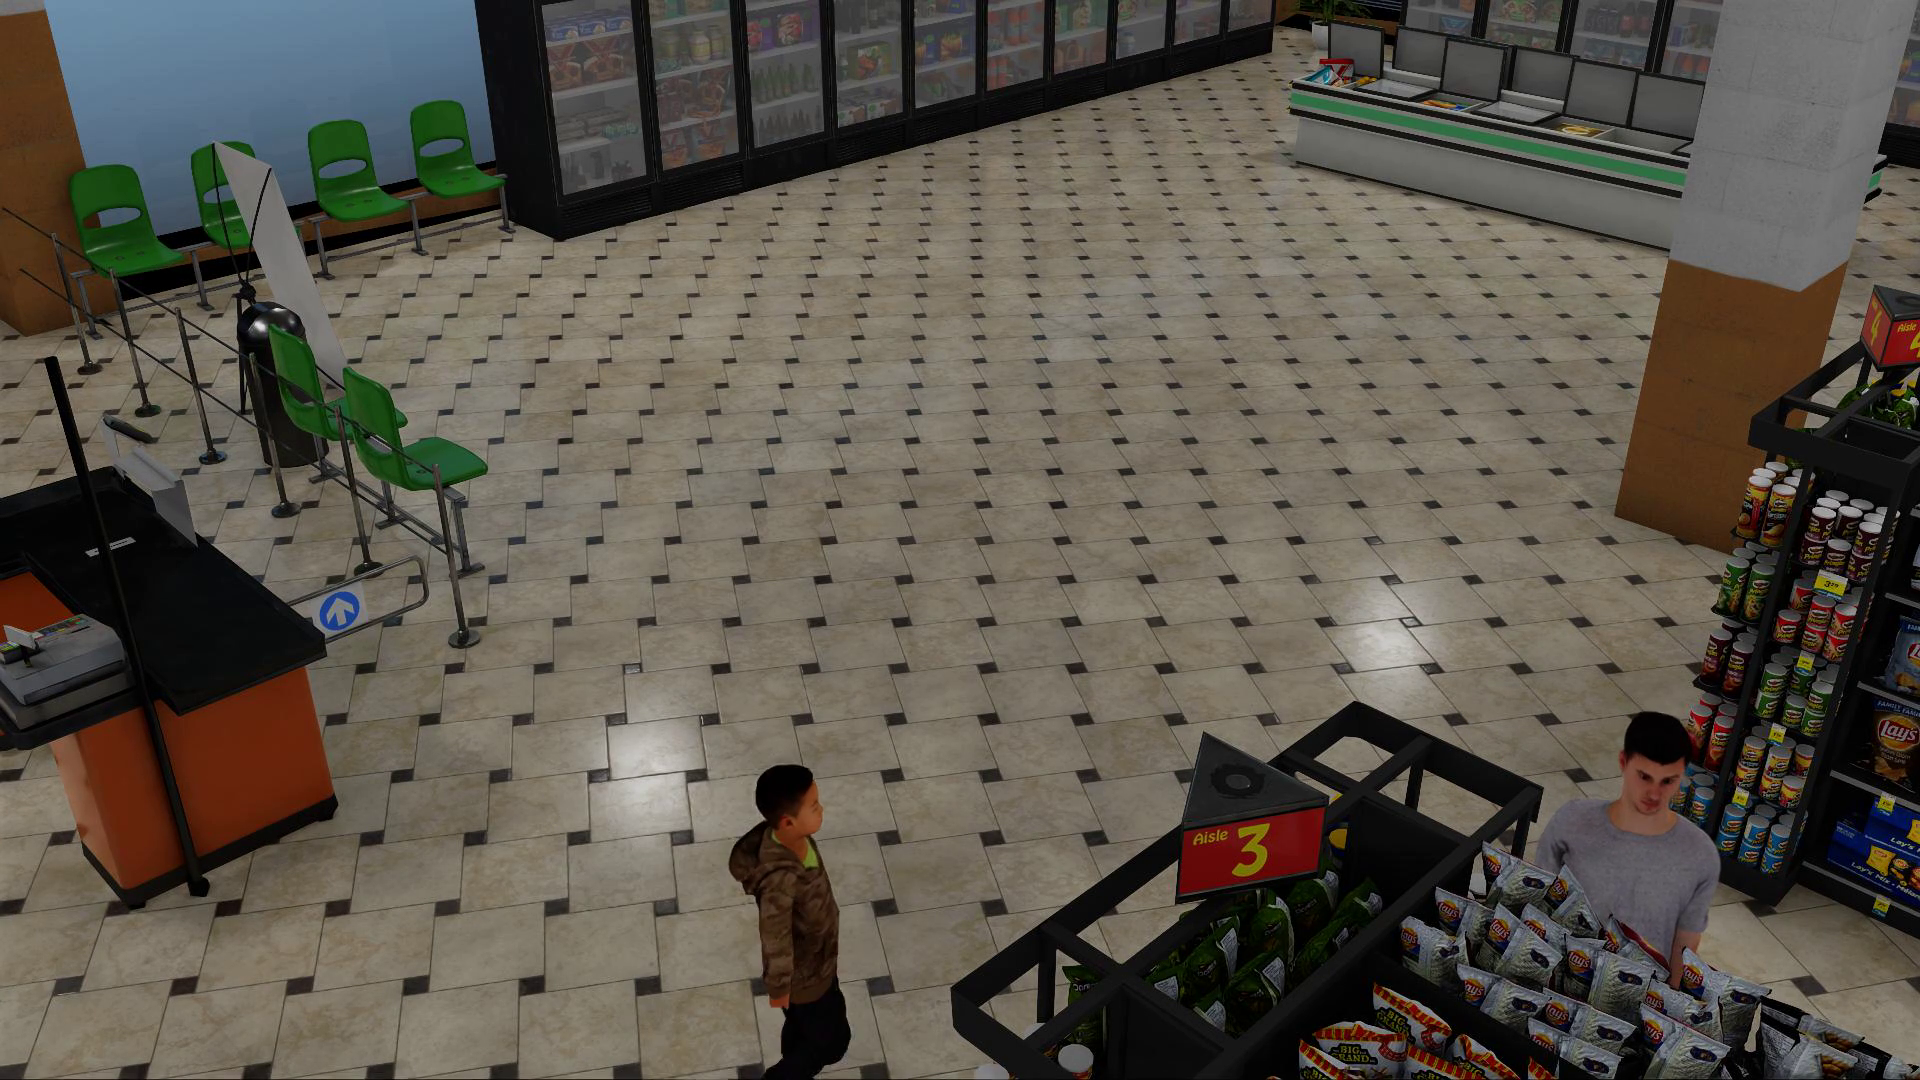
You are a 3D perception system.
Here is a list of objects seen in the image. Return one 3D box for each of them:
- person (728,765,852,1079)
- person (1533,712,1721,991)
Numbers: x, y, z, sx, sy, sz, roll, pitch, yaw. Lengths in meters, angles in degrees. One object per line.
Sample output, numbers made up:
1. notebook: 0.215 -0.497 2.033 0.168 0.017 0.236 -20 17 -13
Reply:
1. person: -0.590 1.353 5.456 0.768 1.445 0.703 -1 29 -3
2. person: 1.929 1.332 5.034 0.692 1.887 0.815 7 29 13
